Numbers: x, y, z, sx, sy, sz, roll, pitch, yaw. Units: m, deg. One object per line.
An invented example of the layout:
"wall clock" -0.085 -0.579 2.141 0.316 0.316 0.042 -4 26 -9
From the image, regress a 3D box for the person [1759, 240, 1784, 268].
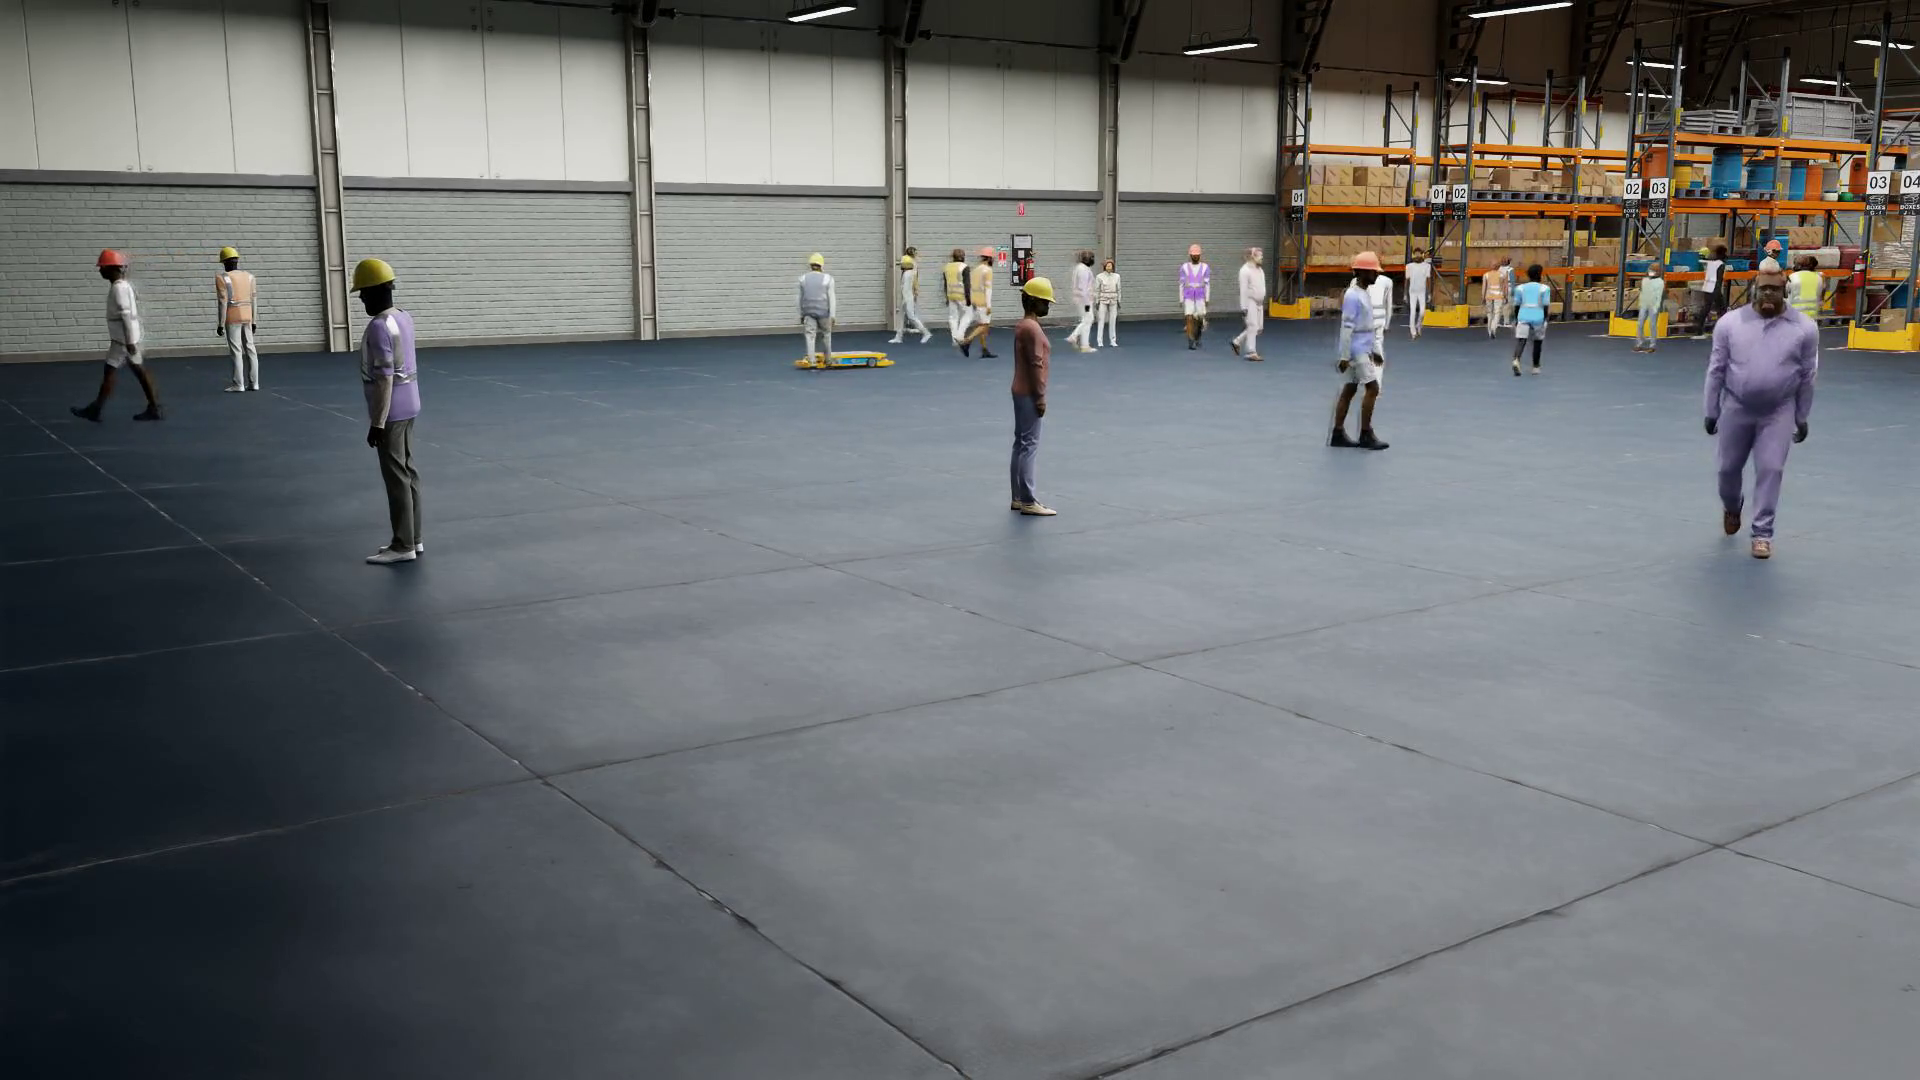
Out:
"person" 14.788 -4.473 30.406 0.611 1.995 0.380 -10 14 -44

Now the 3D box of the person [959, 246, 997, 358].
"person" 0.299 -3.997 28.073 0.739 1.909 0.570 -5 12 -28

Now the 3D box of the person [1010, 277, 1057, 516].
"person" 0.547 -1.065 12.373 0.325 1.760 0.523 -2 11 -12

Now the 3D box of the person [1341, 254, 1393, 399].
"person" 5.236 -2.765 21.442 0.609 1.843 0.923 -1 10 -8

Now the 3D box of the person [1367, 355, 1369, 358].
"person" 6.255 -3.467 25.894 0.301 1.633 0.516 0 10 -2

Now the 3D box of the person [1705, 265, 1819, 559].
"person" 5.245 -0.861 10.923 0.661 1.883 0.813 5 12 27

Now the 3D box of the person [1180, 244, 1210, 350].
"person" 4.285 -4.442 30.416 0.554 1.922 0.419 1 10 3

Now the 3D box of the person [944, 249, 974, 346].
"person" -0.020 -4.563 31.340 0.651 1.832 0.447 10 14 42

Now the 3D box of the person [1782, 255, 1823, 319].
"person" 12.302 -3.281 24.429 0.649 1.790 0.952 -2 10 -10

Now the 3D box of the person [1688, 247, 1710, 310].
"person" 16.854 -5.742 37.857 0.425 1.817 0.595 -9 14 -40

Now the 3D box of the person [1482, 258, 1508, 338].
"person" 10.884 -4.924 33.898 0.515 1.614 0.714 7 12 32

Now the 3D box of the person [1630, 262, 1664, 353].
"person" 12.148 -4.081 29.320 0.606 1.600 0.528 -6 12 -30

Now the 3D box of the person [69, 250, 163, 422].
"person" -9.417 -2.246 18.451 0.965 1.893 0.569 -4 11 -19

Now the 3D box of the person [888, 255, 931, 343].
"person" -0.970 -4.670 32.246 0.834 1.709 0.494 1 10 4

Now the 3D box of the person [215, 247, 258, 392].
"person" -9.613 -2.920 22.093 0.379 1.921 0.586 6 12 28

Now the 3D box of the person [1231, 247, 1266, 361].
"person" 4.805 -3.916 27.668 0.593 1.891 0.641 8 13 36

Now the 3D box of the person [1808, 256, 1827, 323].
"person" 16.074 -4.515 31.483 0.371 1.683 0.545 -8 13 -39

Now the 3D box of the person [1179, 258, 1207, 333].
"person" 4.990 -5.207 35.472 0.629 1.610 0.509 7 12 32

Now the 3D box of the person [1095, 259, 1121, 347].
"person" 2.772 -4.442 31.230 0.513 1.635 0.311 -3 11 -17

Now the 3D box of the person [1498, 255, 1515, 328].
"person" 12.366 -5.637 37.752 0.308 1.644 0.514 -6 12 -31

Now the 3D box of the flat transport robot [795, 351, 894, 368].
"flat transport robot" -1.818 -2.854 26.260 1.431 0.197 0.652 -6 12 -28

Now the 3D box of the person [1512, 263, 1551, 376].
"person" 8.454 -3.263 24.674 0.536 1.671 0.787 7 12 34

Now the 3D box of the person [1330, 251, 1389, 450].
"person" 3.961 -1.828 16.154 0.735 1.909 0.550 4 11 19

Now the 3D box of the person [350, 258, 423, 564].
"person" -3.622 -0.811 10.533 0.373 1.921 0.585 -1 10 -3

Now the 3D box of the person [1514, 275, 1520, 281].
"person" 13.929 -6.474 42.012 0.335 1.763 0.531 -5 12 -26

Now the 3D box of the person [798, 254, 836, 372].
"person" -2.180 -3.486 25.556 0.623 1.781 0.912 2 10 9

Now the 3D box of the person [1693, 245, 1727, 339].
"person" 15.265 -4.967 33.432 0.980 1.868 0.615 -1 10 -3

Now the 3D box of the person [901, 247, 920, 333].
"person" -1.065 -5.378 35.780 0.342 1.845 0.506 -7 13 -35

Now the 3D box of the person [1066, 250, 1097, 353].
"person" 2.209 -4.243 29.616 0.471 1.824 0.649 0 10 -1

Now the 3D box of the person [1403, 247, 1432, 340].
"person" 9.145 -4.918 33.234 0.552 1.852 0.422 2 11 12
